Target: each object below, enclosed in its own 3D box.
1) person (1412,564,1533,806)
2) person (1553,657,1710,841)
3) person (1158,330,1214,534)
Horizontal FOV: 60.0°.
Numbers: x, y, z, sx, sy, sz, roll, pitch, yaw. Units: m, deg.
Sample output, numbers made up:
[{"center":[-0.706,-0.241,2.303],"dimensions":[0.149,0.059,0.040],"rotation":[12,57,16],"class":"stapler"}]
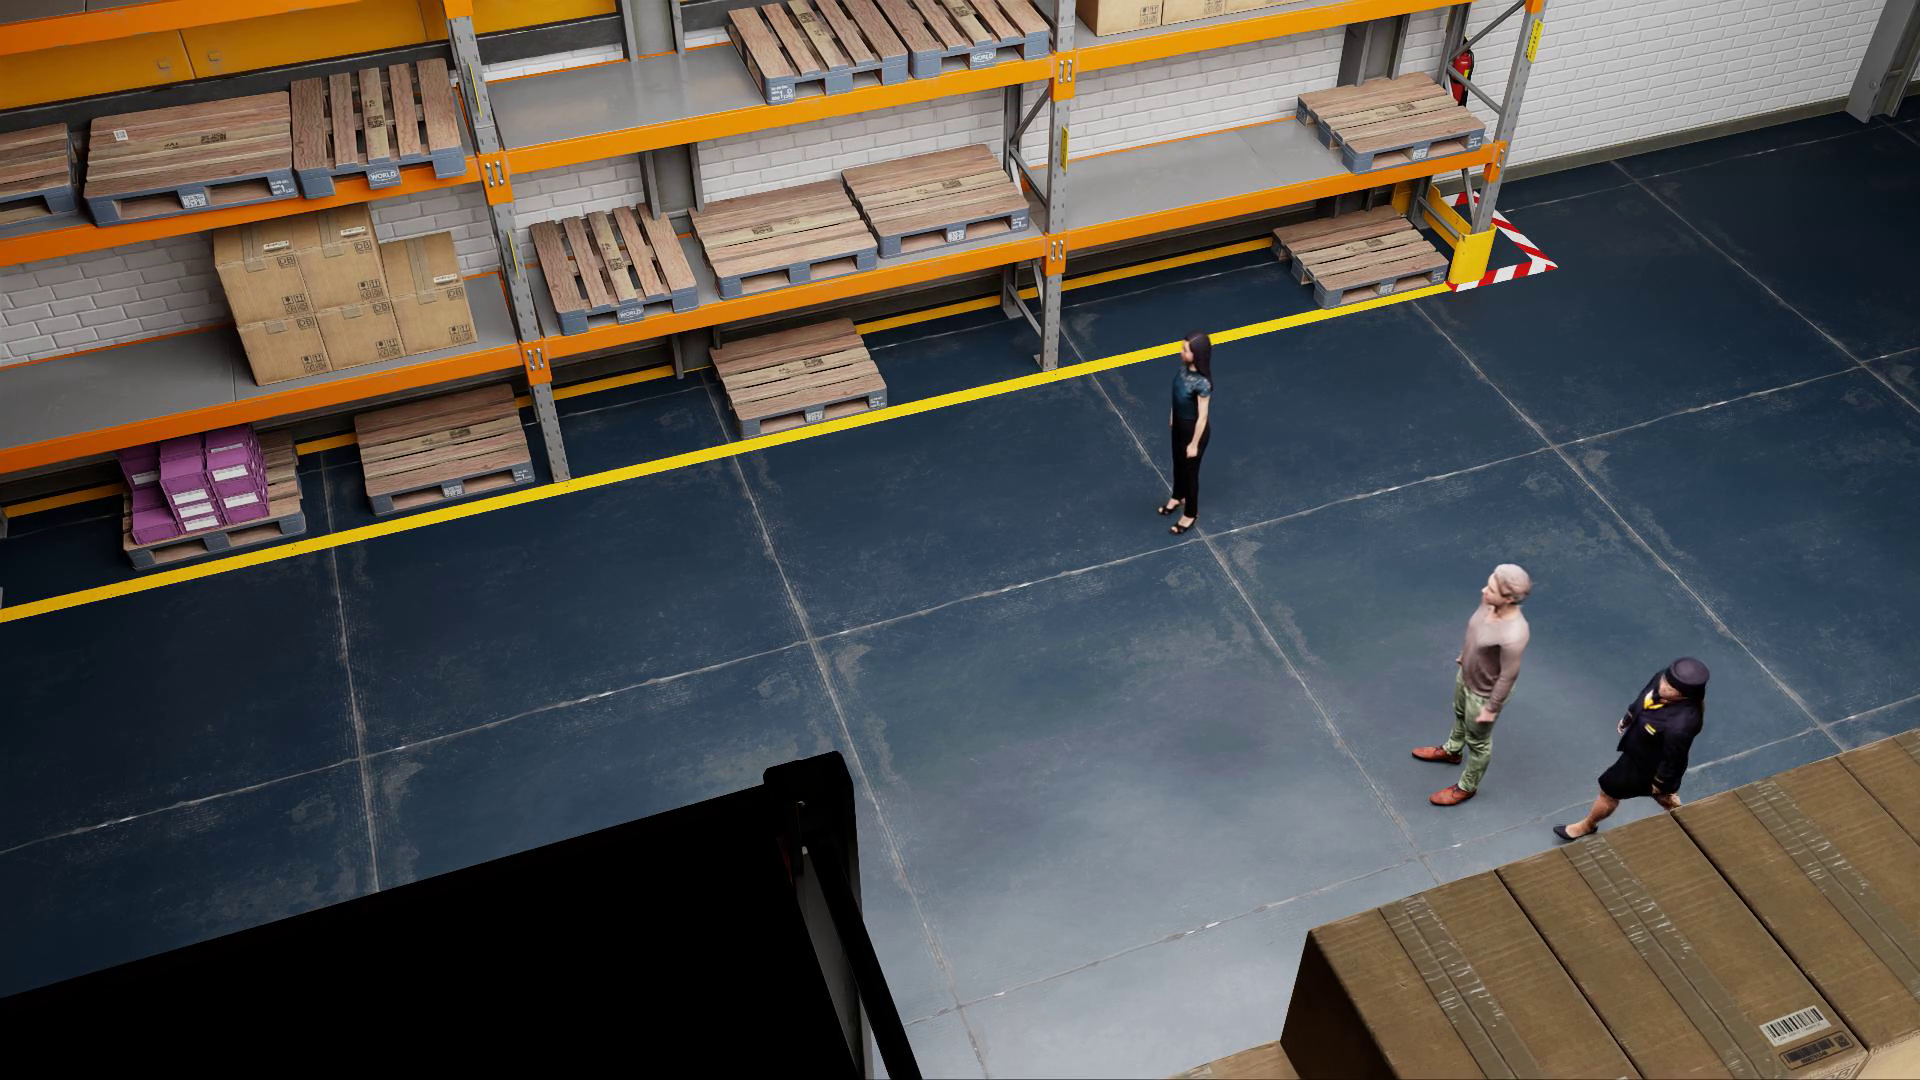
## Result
[{"center":[3.116,0.847,9.908],"dimensions":[0.682,1.872,0.741],"rotation":[-3,44,-3],"class":"person"},{"center":[4.087,1.271,9.635],"dimensions":[1.190,1.634,1.042],"rotation":[11,45,11],"class":"person"},{"center":[1.608,-0.765,11.698],"dimensions":[0.520,1.736,0.570],"rotation":[-10,45,-10],"class":"person"}]
